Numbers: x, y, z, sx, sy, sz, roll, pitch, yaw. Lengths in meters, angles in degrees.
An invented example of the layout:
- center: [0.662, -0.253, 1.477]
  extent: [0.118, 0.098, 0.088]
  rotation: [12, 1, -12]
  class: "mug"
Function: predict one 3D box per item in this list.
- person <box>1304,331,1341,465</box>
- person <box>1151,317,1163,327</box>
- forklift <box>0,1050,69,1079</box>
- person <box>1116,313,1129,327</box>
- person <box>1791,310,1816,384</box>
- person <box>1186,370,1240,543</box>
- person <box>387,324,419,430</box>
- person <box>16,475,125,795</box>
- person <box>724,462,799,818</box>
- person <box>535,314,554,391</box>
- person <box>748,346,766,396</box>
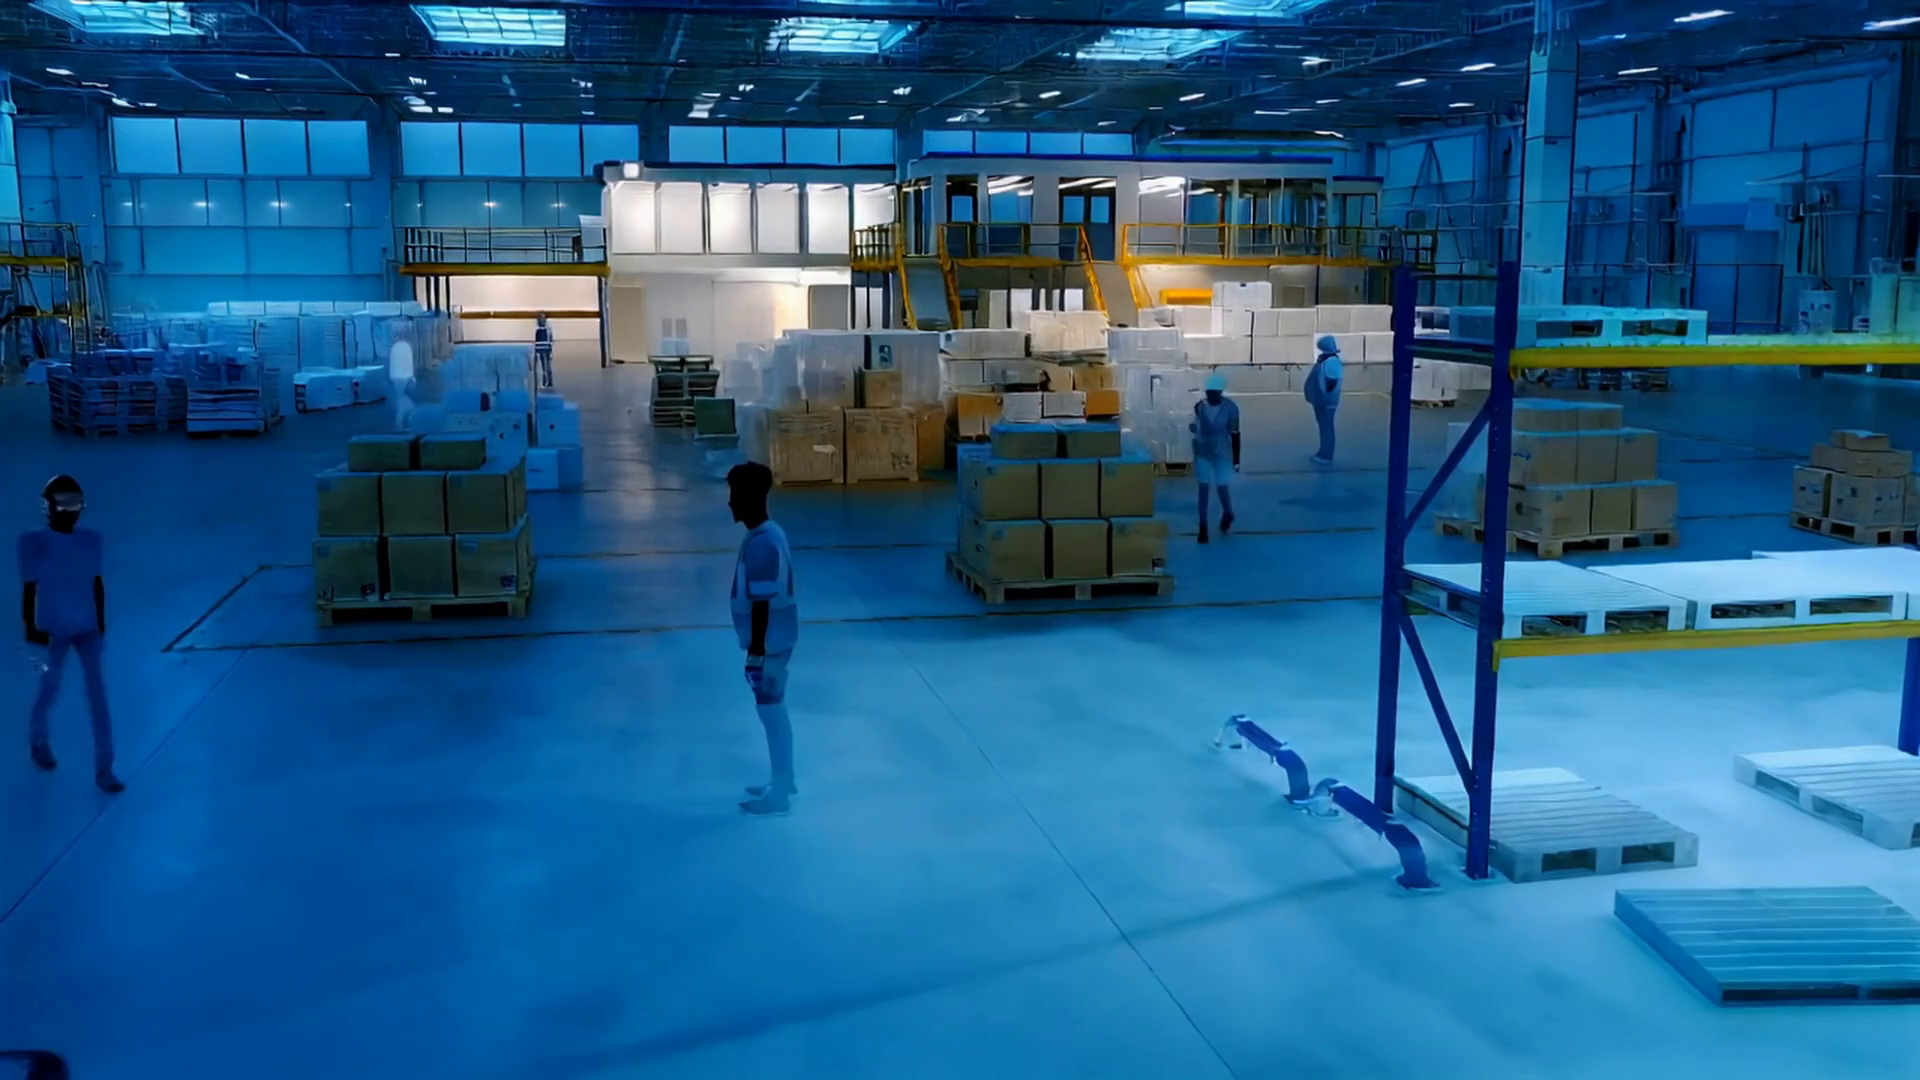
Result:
- center: [5.512, -2.156, 25.315]
  extent: [0.536, 2.000, 0.677]
  rotation: [1, 9, 5]
  class: "person"
- center: [4.251, -3.883, 36.155]
  extent: [0.552, 1.935, 0.365]
  rotation: [6, 11, 32]
  class: "person"
- center: [-2.998, 1.019, 3.409]
  extent: [1.873, 2.768, 1.129]
  rotation: [-2, 10, -12]
  class: "forklift"
- center: [4.203, -4.900, 42.642]
  extent: [0.329, 1.843, 0.518]
  rotation: [-9, 13, -43]
  class: "person"
- center: [21.647, -4.953, 42.740]
  extent: [0.599, 1.913, 0.814]
  rotation: [4, 10, 22]
  class: "person"
- center: [2.799, -0.933, 18.280]
  extent: [0.576, 1.907, 0.708]
  rotation: [3, 10, 18]
  class: "person"
- center: [-10.321, -3.037, 30.906]
  extent: [0.625, 1.974, 0.829]
  rotation: [8, 12, 41]
  class: "person"
- center: [-5.207, 0.523, 9.652]
  extent: [0.929, 1.838, 0.521]
  rotation: [8, 13, 42]
  class: "person"
- center: [-1.083, 0.543, 9.147]
  extent: [0.394, 1.958, 0.599]
  rotation: [-1, 9, -3]
  class: "person"
- center: [-10.096, -4.546, 40.364]
  extent: [0.583, 1.884, 0.350]
  rotation: [6, 11, 35]
  class: "person"
- center: [-3.192, -2.271, 26.921]
  extent: [0.484, 1.744, 0.296]
  rotation: [-4, 10, -22]
  class: "person"
